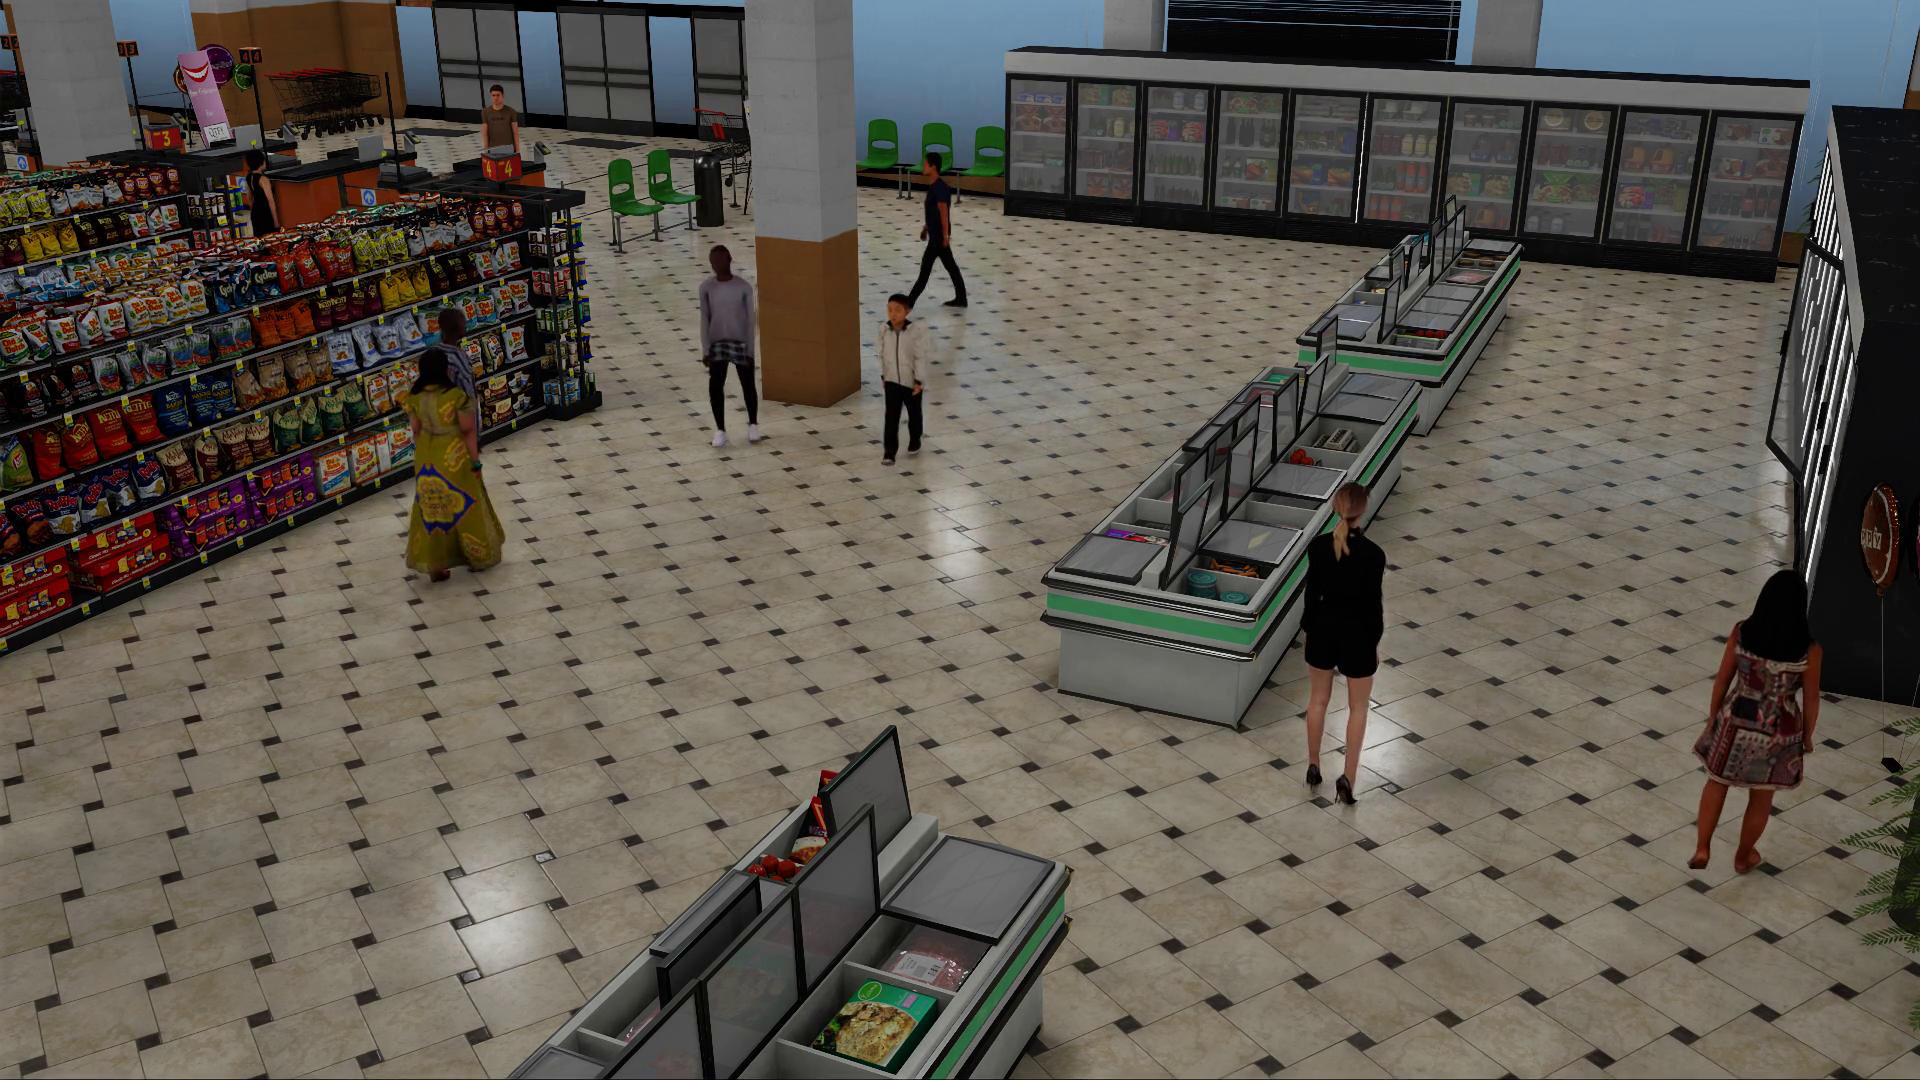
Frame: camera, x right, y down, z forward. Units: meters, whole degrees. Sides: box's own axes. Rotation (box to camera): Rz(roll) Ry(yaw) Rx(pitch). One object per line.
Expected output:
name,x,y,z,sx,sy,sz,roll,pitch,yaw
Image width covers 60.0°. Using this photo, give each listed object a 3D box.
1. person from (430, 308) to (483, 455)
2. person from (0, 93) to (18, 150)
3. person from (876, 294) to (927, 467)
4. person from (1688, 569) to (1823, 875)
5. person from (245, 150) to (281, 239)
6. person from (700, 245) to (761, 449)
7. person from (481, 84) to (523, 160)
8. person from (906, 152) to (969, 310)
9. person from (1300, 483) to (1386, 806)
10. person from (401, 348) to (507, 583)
person,-3.651,-0.772,11.959,0.673,1.779,0.644,14,26,31
person,-17.224,-7.634,29.327,1.001,1.564,1.131,0,22,1
person,-0.445,-1.345,13.879,0.726,1.412,1.022,4,22,11
person,3.786,0.926,7.929,0.790,1.633,0.916,17,27,36
person,-8.290,-3.819,19.781,0.603,1.602,0.556,13,25,29
person,-1.958,-1.673,14.241,0.796,1.751,0.886,-4,22,-11
person,-6.549,-5.572,23.810,0.754,1.851,0.771,-4,22,-9
person,-0.144,-3.408,18.568,1.078,1.744,1.140,-2,22,-6
person,1.990,0.546,8.695,0.590,1.767,0.597,11,24,26
person,-3.558,-0.500,11.452,0.946,1.653,1.146,3,22,8
